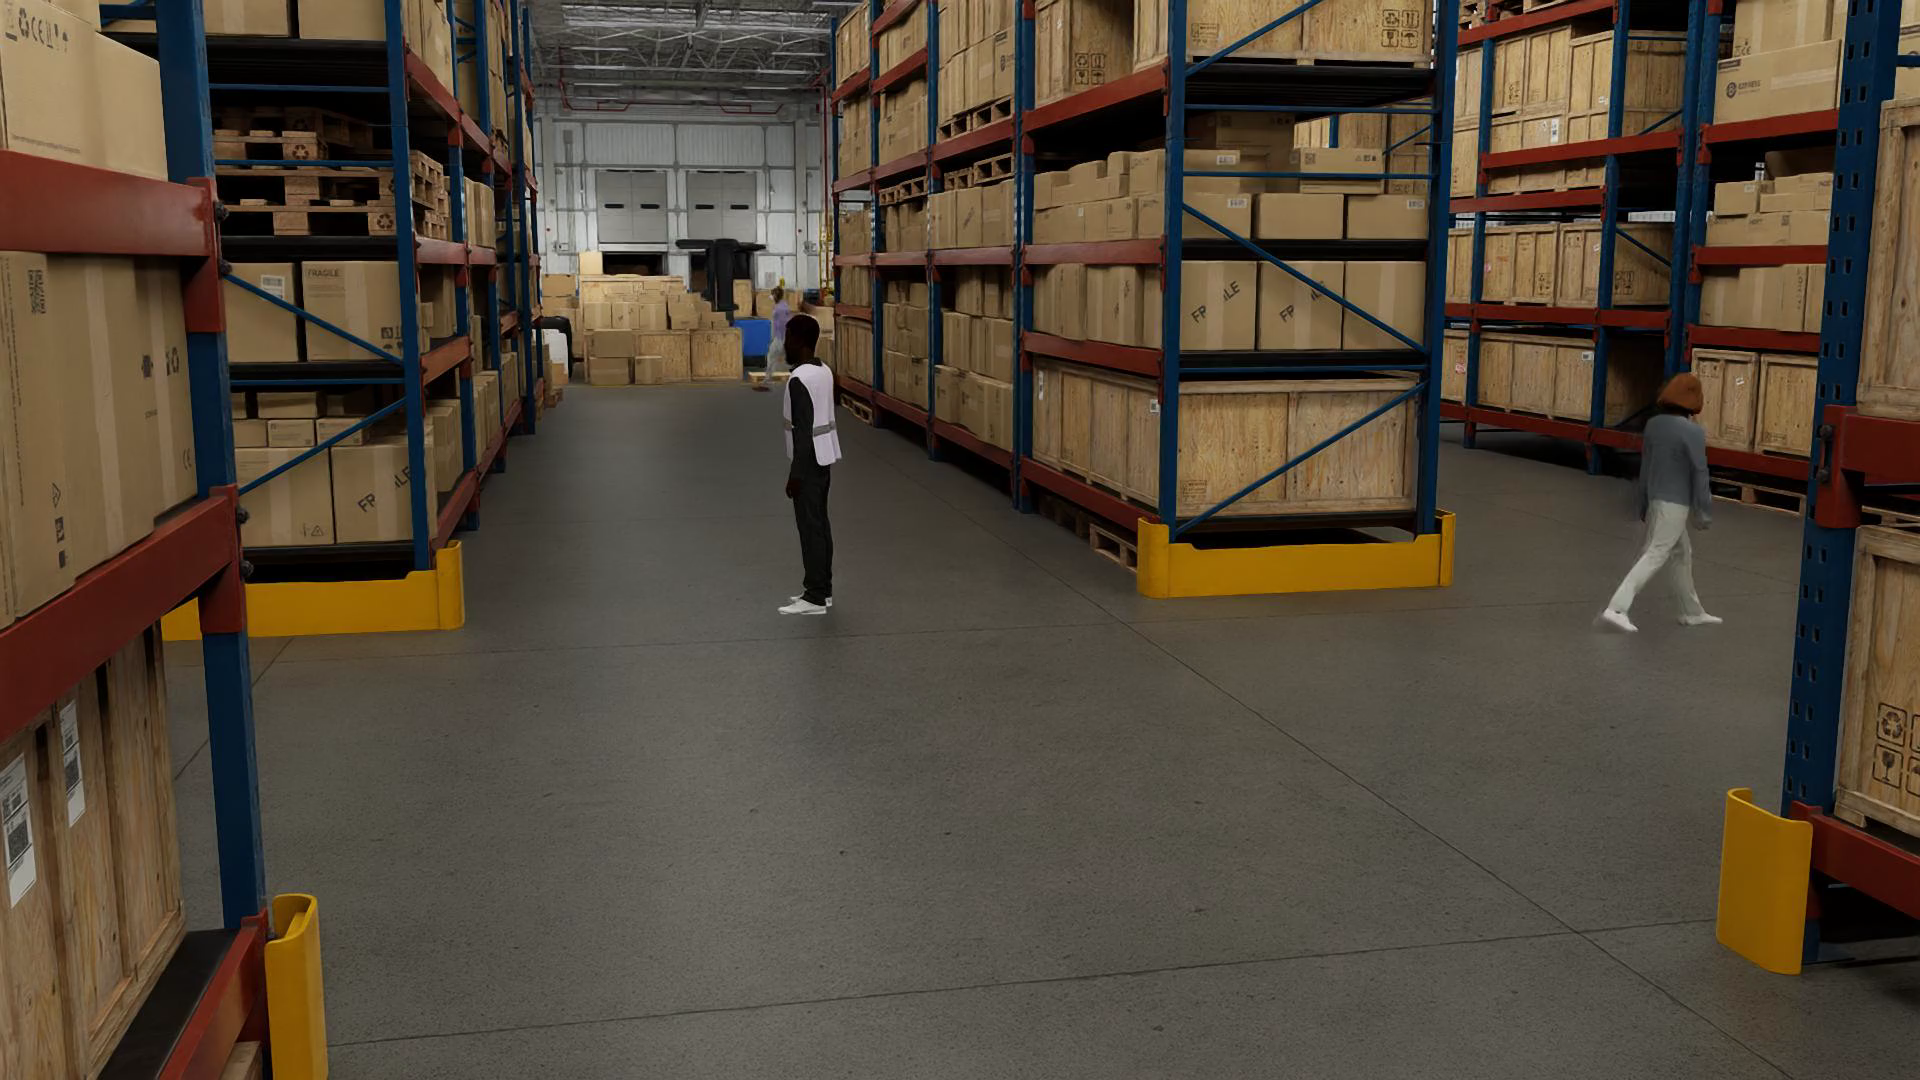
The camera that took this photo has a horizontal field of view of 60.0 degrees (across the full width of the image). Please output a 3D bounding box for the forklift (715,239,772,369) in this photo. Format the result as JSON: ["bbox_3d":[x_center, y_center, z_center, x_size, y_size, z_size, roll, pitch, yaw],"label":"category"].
[{"bbox_3d":[-5.072,-5.133,36.108,1.873,2.768,1.129,-2,10,-13],"label":"forklift"}]

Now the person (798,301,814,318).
[{"bbox_3d":[-2.763,-3.542,30.240,0.674,1.617,0.523,5,10,26],"label":"person"}]

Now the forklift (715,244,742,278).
[{"bbox_3d":[-6.214,-6.448,44.126,1.873,2.768,1.129,9,13,44],"label":"forklift"}]

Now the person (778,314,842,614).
[{"bbox_3d":[-0.966,-0.480,10.674,0.390,1.919,0.591,1,9,8],"label":"person"}]

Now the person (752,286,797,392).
[{"bbox_3d":[-3.170,-3.571,29.622,1.009,1.893,0.647,-1,9,-4],"label":"person"}]

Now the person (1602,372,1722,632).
[{"bbox_3d":[4.312,-0.226,10.119,0.856,1.591,0.516,-2,9,-10],"label":"person"}]
